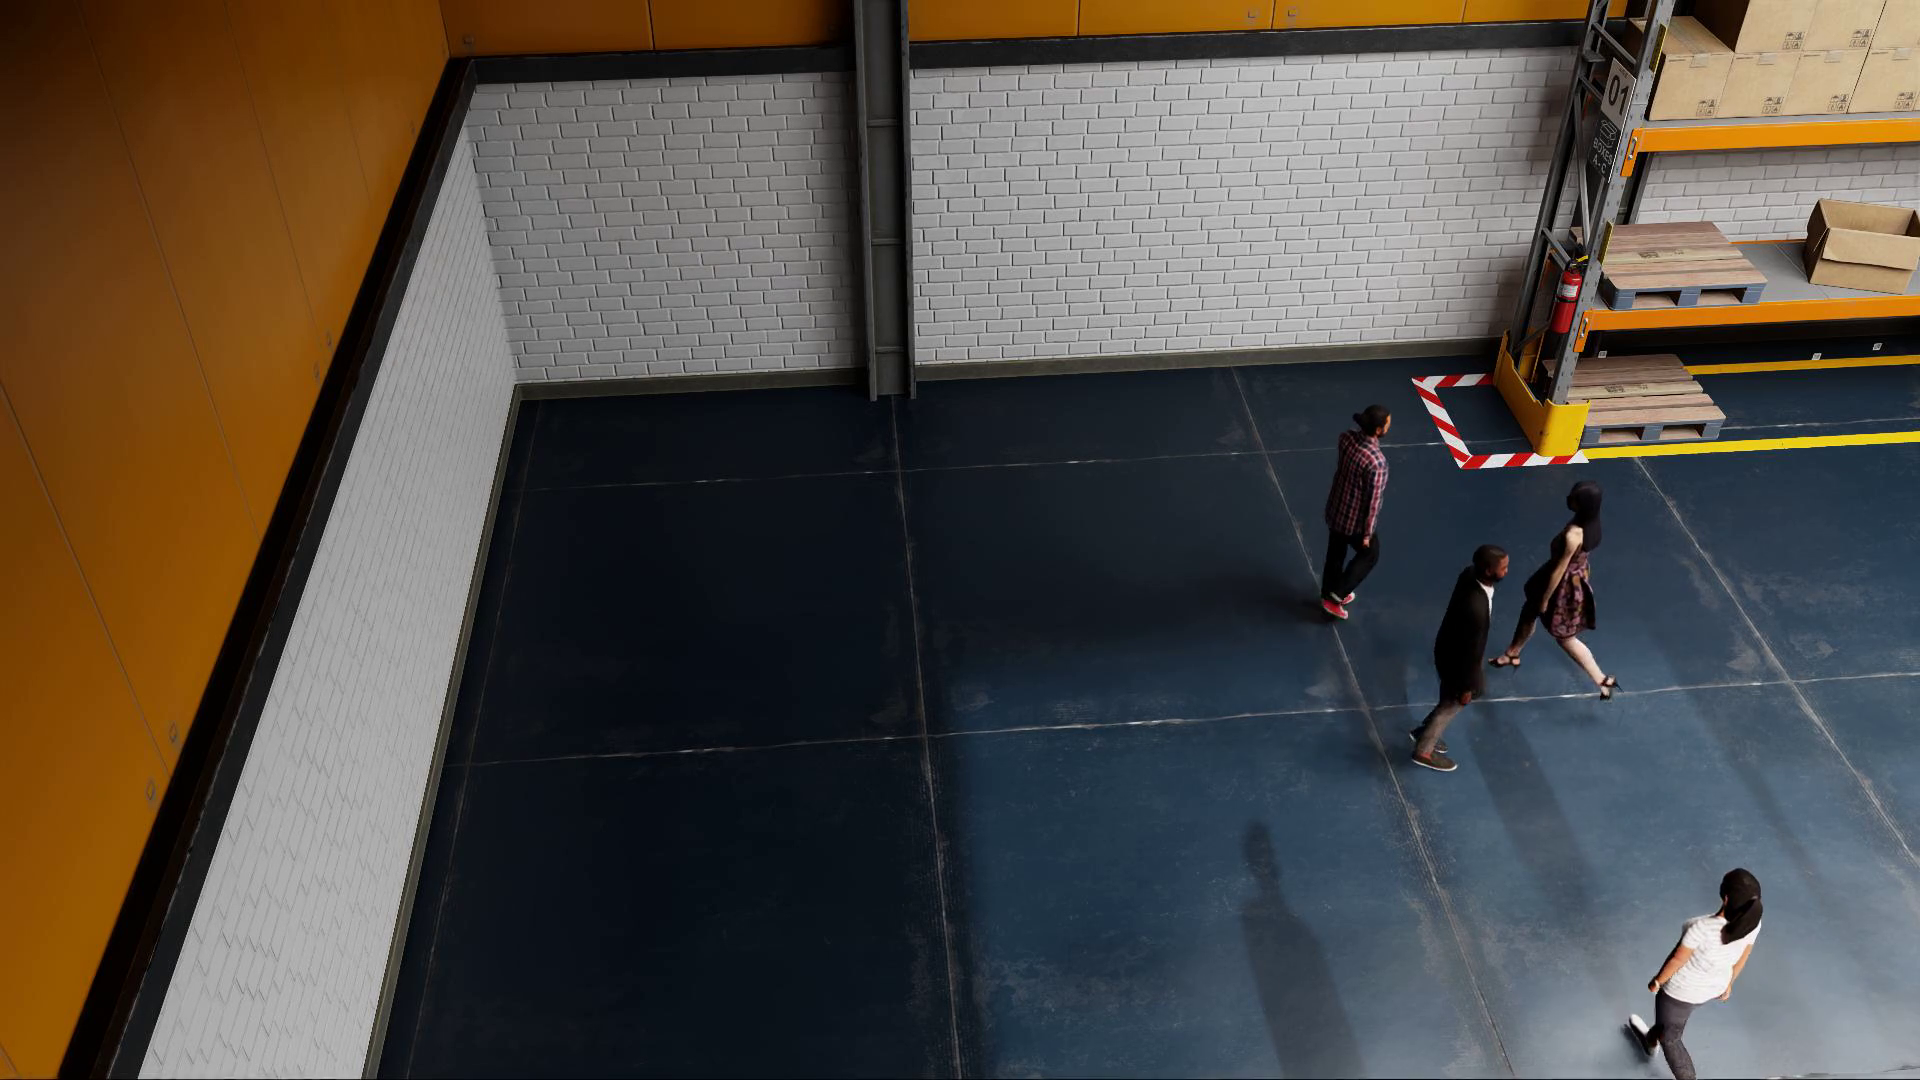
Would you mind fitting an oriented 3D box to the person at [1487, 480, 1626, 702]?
[{"bbox_3d":[4.005,0.386,10.847,1.179,1.736,1.100,27,46,30],"label":"person"}]

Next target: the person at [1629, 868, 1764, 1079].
[{"bbox_3d":[3.796,2.331,8.502,1.007,1.622,0.772,-11,40,-13],"label":"person"}]

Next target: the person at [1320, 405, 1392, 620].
[{"bbox_3d":[2.662,-0.168,11.533,0.835,1.745,0.811,-18,42,-21],"label":"person"}]

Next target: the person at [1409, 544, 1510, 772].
[{"bbox_3d":[3.025,0.733,10.368,0.764,1.790,0.789,10,40,13],"label":"person"}]
